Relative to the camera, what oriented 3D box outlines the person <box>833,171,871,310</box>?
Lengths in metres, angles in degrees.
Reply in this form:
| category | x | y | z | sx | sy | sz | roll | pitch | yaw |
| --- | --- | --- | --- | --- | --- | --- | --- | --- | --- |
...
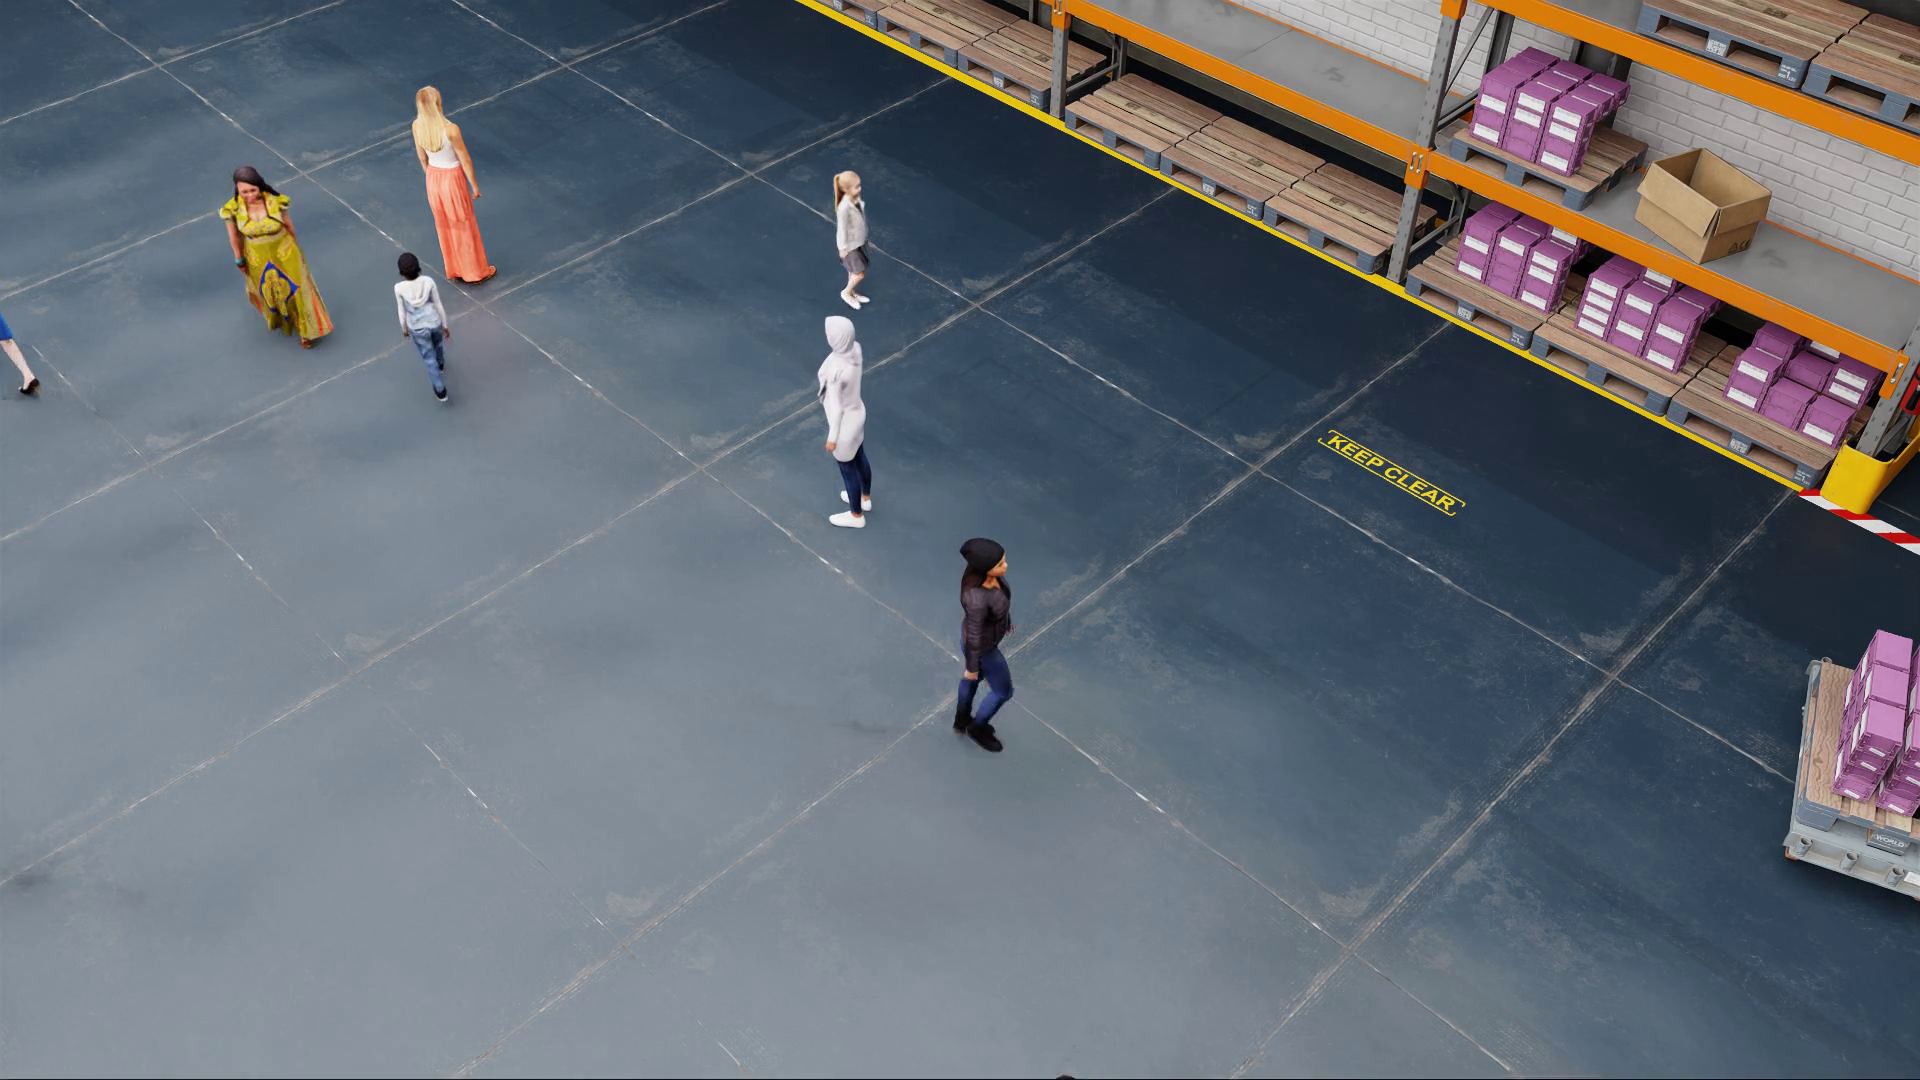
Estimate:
| category | x | y | z | sx | sy | sz | roll | pitch | yaw |
| --- | --- | --- | --- | --- | --- | --- | --- | --- | --- |
| person | -0.947 | -2.499 | 13.822 | 0.640 | 1.267 | 0.603 | 17 | 46 | 17 |

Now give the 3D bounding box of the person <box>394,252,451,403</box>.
| category | x | y | z | sx | sy | sz | roll | pitch | yaw |
| --- | --- | --- | --- | --- | --- | --- | --- | --- | --- |
| person | -4.165 | -1.650 | 12.952 | 0.660 | 1.237 | 0.922 | -19 | 47 | -19 |

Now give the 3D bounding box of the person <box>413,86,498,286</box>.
| category | x | y | z | sx | sy | sz | roll | pitch | yaw |
| --- | --- | --- | --- | --- | --- | --- | --- | --- | --- |
| person | -4.281 | -2.958 | 13.916 | 0.657 | 1.802 | 0.782 | 14 | 45 | 14 |

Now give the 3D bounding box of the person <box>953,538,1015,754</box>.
| category | x | y | z | sx | sy | sz | roll | pitch | yaw |
| --- | --- | --- | --- | --- | --- | --- | --- | --- | --- |
| person | 0.043 | 0.624 | 10.204 | 0.811 | 1.735 | 0.764 | 5 | 44 | 5 |

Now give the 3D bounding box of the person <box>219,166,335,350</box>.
| category | x | y | z | sx | sy | sz | roll | pitch | yaw |
| --- | --- | --- | --- | --- | --- | --- | --- | --- | --- |
| person | -5.539 | -2.321 | 13.363 | 0.861 | 1.642 | 1.000 | -21 | 48 | -21 |

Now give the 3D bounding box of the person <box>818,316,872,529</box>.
| category | x | y | z | sx | sy | sz | roll | pitch | yaw |
| --- | --- | --- | --- | --- | --- | --- | --- | --- | --- |
| person | -0.792 | -0.825 | 11.697 | 0.687 | 1.775 | 0.696 | 14 | 45 | 14 |
